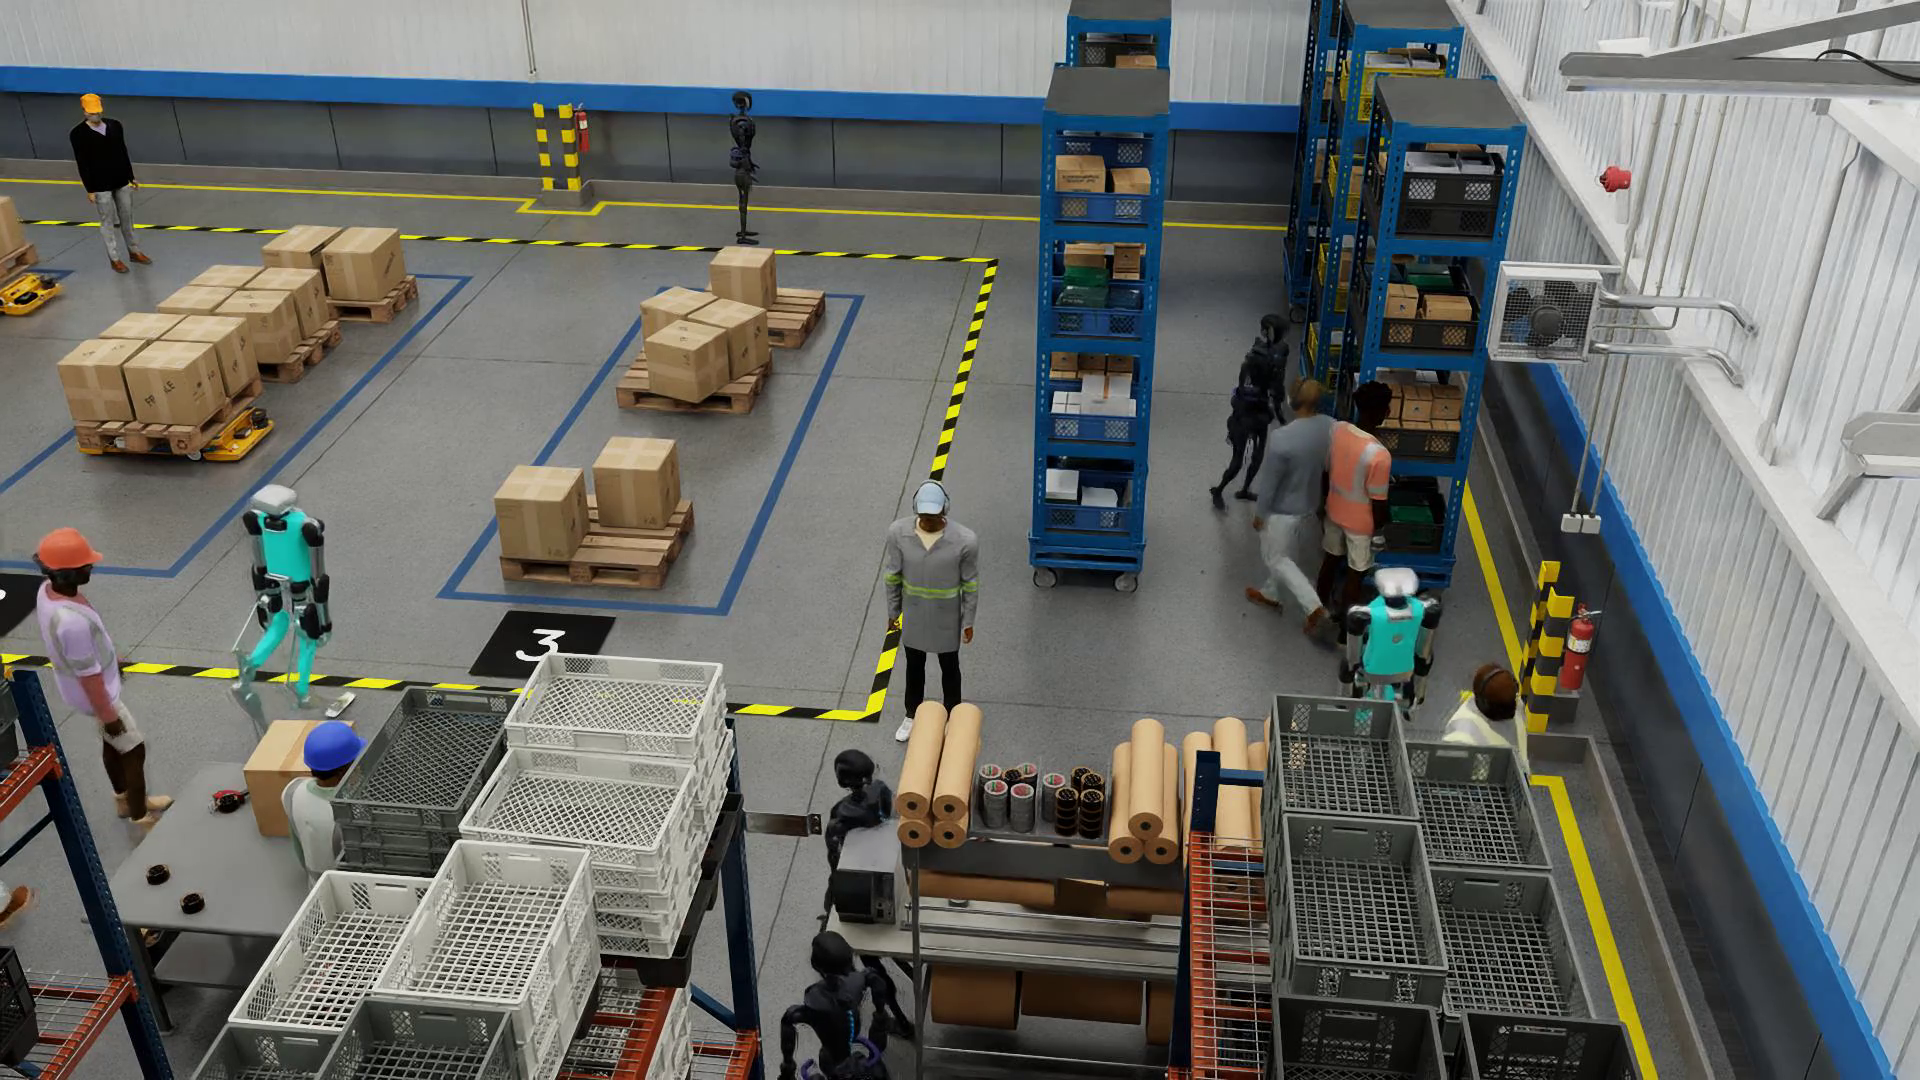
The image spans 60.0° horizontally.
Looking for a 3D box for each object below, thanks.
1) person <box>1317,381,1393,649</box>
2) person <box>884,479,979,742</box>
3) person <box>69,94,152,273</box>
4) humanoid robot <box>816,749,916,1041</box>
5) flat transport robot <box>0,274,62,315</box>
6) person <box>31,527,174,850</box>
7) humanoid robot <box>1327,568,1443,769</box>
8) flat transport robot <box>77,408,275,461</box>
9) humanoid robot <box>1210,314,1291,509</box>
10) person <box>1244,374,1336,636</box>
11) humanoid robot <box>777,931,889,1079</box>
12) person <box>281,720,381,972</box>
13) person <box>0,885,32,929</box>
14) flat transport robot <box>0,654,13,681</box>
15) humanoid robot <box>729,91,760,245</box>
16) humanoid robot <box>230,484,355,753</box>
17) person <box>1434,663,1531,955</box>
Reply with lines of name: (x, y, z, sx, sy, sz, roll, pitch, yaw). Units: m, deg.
person: (2.683, -0.173, 11.284, 0.363, 1.965, 0.610, -15, 33, -23)
person: (-0.183, 0.458, 10.312, 0.591, 1.852, 0.369, 6, 31, 10)
person: (-8.963, -3.774, 17.552, 0.384, 1.880, 0.587, 17, 34, 27)
humanoid robot: (-0.505, 1.746, 8.318, 0.751, 1.627, 0.612, 16, 34, 25)
flat transport robot: (-10.076, -2.552, 17.029, 1.431, 0.197, 0.652, 3, 30, 6)
person: (-4.906, 0.834, 9.499, 0.420, 2.021, 0.627, -22, 37, -33)
humanoid robot: (2.399, 0.828, 9.846, 0.549, 1.846, 0.888, -3, 30, -5)
flat transport robot: (-6.728, -0.944, 14.268, 1.431, 0.197, 0.652, 3, 30, 6)
humanoid robot: (2.278, -1.016, 13.024, 0.591, 1.647, 0.411, -23, 37, -33)
person: (2.324, -0.235, 11.440, 0.630, 1.907, 0.757, -23, 37, -34)
humanoid robot: (-0.571, 2.349, 7.251, 0.583, 1.641, 0.609, -22, 37, -33)
person: (-2.919, 1.703, 8.081, 0.612, 1.945, 0.404, 16, 34, 25)
person: (-5.482, 1.355, 8.777, 0.704, 1.868, 0.340, -20, 36, -31)
flat transport robot: (-7.142, 0.969, 11.010, 1.431, 0.231, 0.659, 3, 30, 6)
humanoid robot: (-2.373, -4.122, 18.336, 0.315, 1.659, 0.599, -2, 30, -3)
humanoid robot: (-4.234, 0.594, 10.261, 0.537, 1.769, 1.047, 9, 31, 15)
person: (2.730, 1.380, 8.782, 0.827, 1.798, 0.628, 19, 35, 30)
